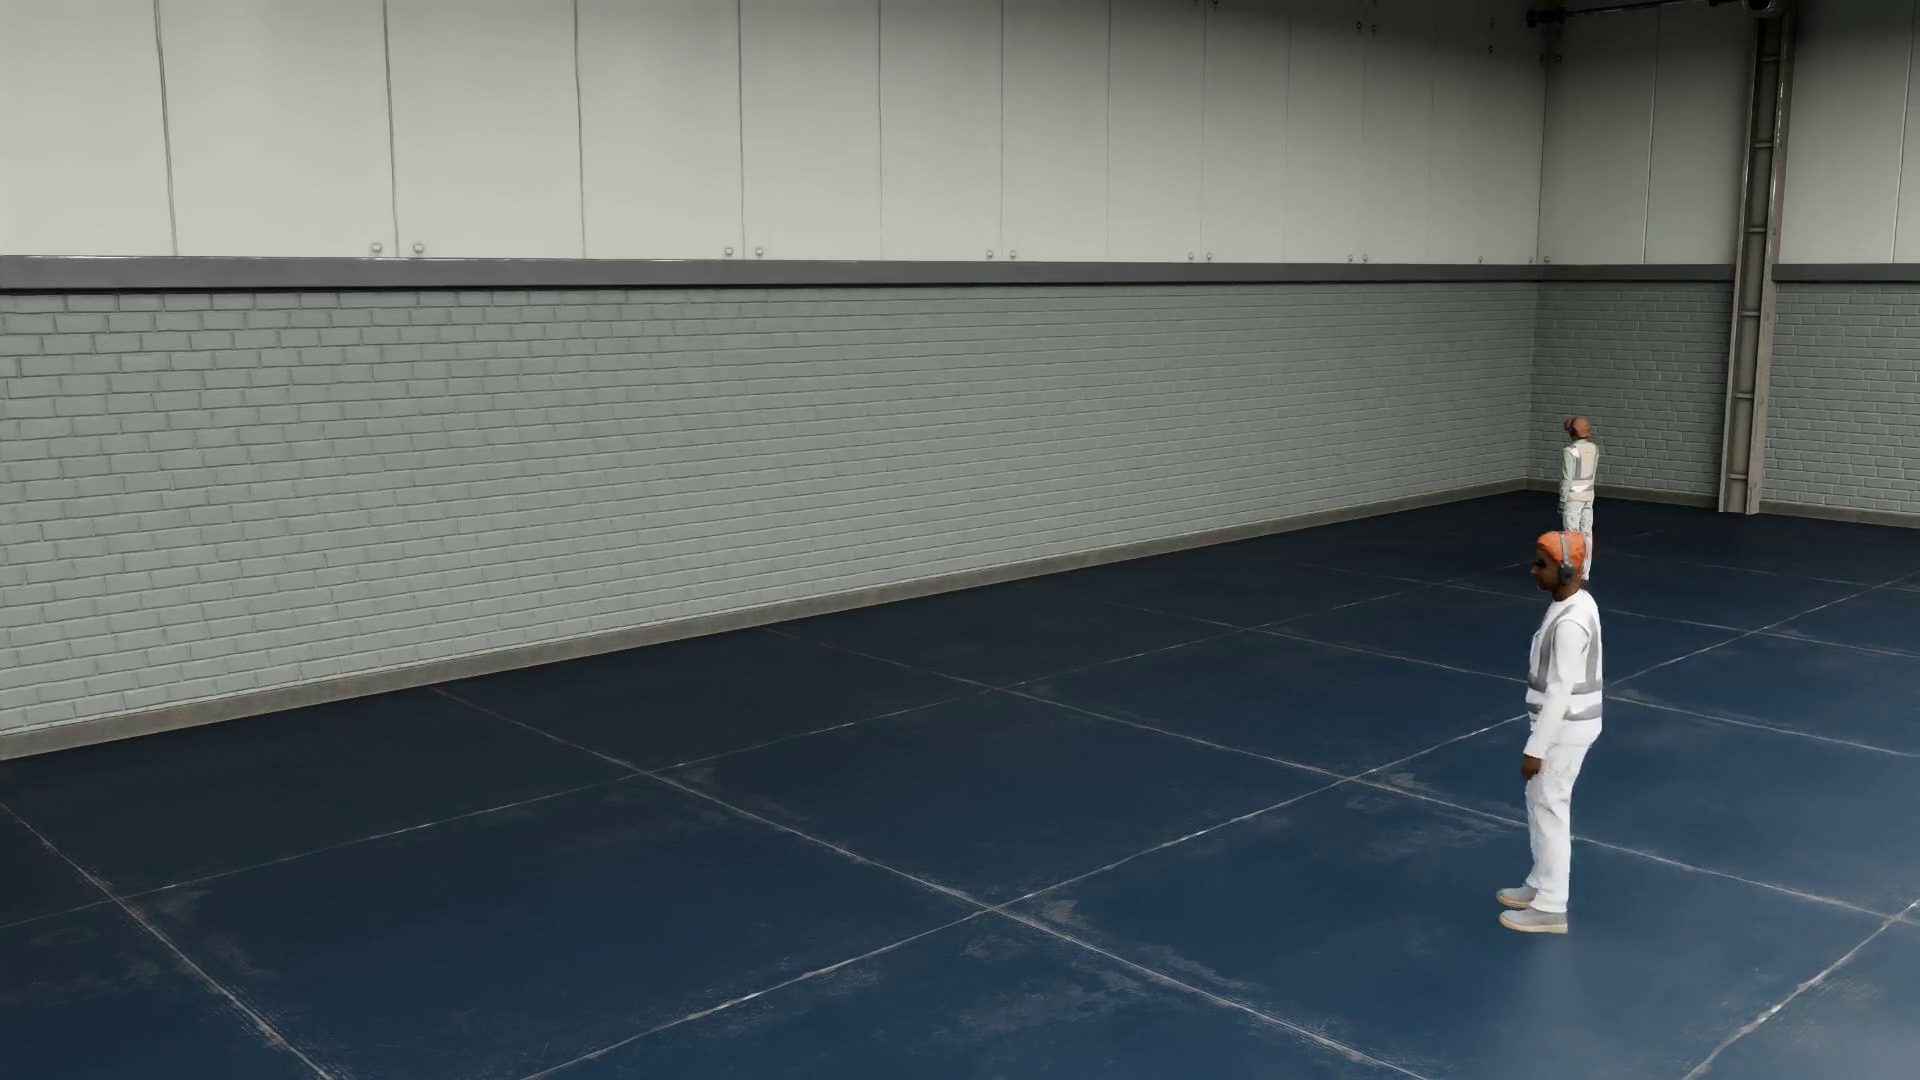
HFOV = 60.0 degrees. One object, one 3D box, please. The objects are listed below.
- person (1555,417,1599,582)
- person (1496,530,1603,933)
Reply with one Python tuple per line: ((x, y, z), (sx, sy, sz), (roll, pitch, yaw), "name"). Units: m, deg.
((5.998, -0.383, 16.189), (0.514, 1.640, 0.310), (-7, 11, -36), "person")
((2.722, 0.877, 7.635), (0.416, 1.875, 0.628), (3, 10, 19), "person")
